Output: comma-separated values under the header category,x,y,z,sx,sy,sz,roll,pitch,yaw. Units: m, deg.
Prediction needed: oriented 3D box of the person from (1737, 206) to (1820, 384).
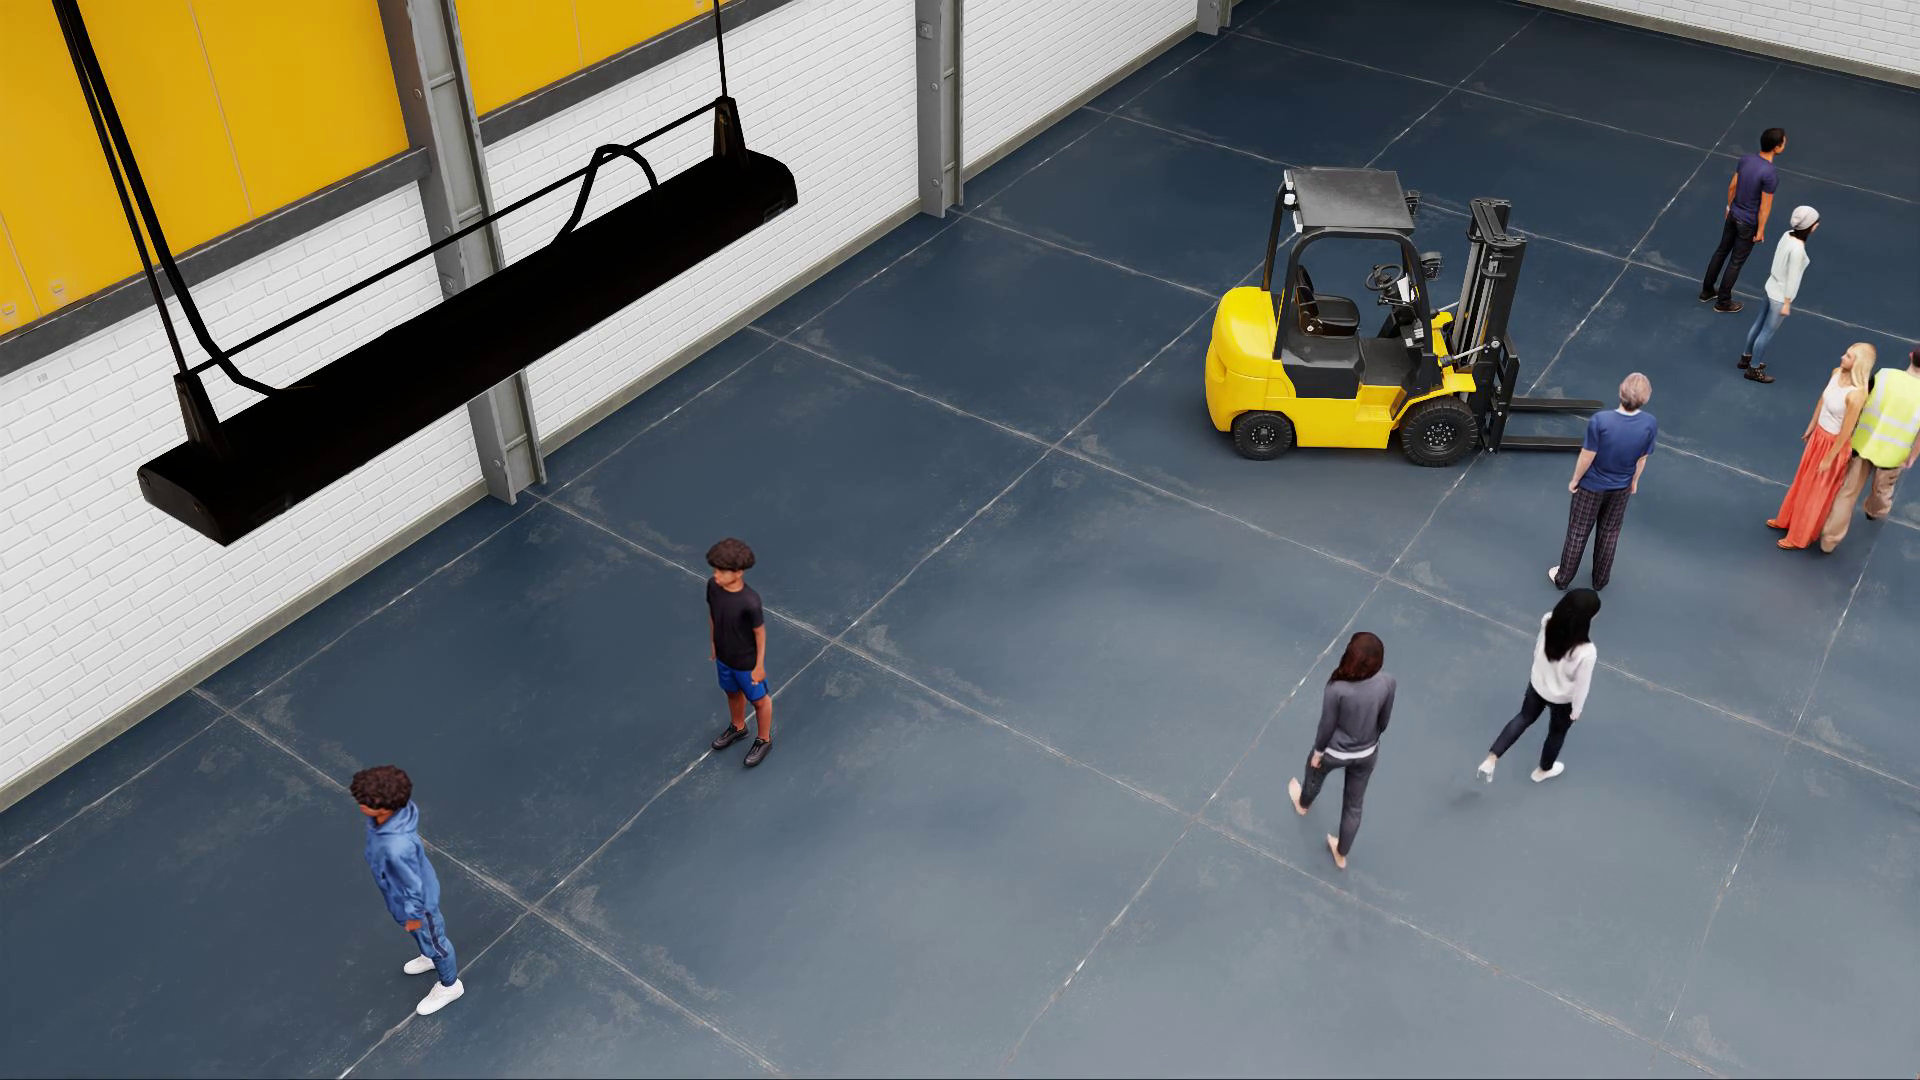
category,x,y,z,sx,sy,sz,roll,pitch,yaw
person,7.149,-2.164,14.504,0.702,1.644,0.579,5,39,7

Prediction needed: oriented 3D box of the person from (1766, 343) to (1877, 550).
category,x,y,z,sx,sy,sz,roll,pitch,yaw
person,6.551,-0.709,12.556,0.785,1.801,0.683,4,39,5

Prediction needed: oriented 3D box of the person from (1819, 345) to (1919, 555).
category,x,y,z,sx,sy,sz,roll,pitch,yaw
person,6.890,-0.656,12.502,0.704,1.787,1.135,25,45,28

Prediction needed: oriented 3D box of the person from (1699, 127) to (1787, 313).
category,x,y,z,sx,sy,sz,roll,pitch,yaw
person,7.258,-2.979,15.407,0.738,1.790,0.720,-12,40,-14

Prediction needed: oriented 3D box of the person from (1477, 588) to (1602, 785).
category,x,y,z,sx,sy,sz,roll,pitch,yaw
person,3.704,0.965,10.551,1.029,1.686,0.848,-20,43,-23

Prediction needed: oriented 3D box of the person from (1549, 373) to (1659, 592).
category,x,y,z,sx,sy,sz,roll,pitch,yaw
person,4.708,-0.411,12.127,0.735,1.871,0.725,2,39,3

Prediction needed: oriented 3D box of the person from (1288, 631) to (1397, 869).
category,x,y,z,sx,sy,sz,roll,pitch,yaw
person,2.375,1.319,10.064,0.965,1.743,1.040,-4,39,-6

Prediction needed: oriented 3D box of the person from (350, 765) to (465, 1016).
category,x,y,z,sx,sy,sz,roll,pitch,yaw
person,-3.064,1.915,9.262,0.755,1.811,0.761,-17,42,-20

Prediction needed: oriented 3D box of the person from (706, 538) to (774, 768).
category,x,y,z,sx,sy,sz,roll,pitch,yaw
person,-1.423,0.710,10.780,0.586,1.799,0.555,25,45,28
